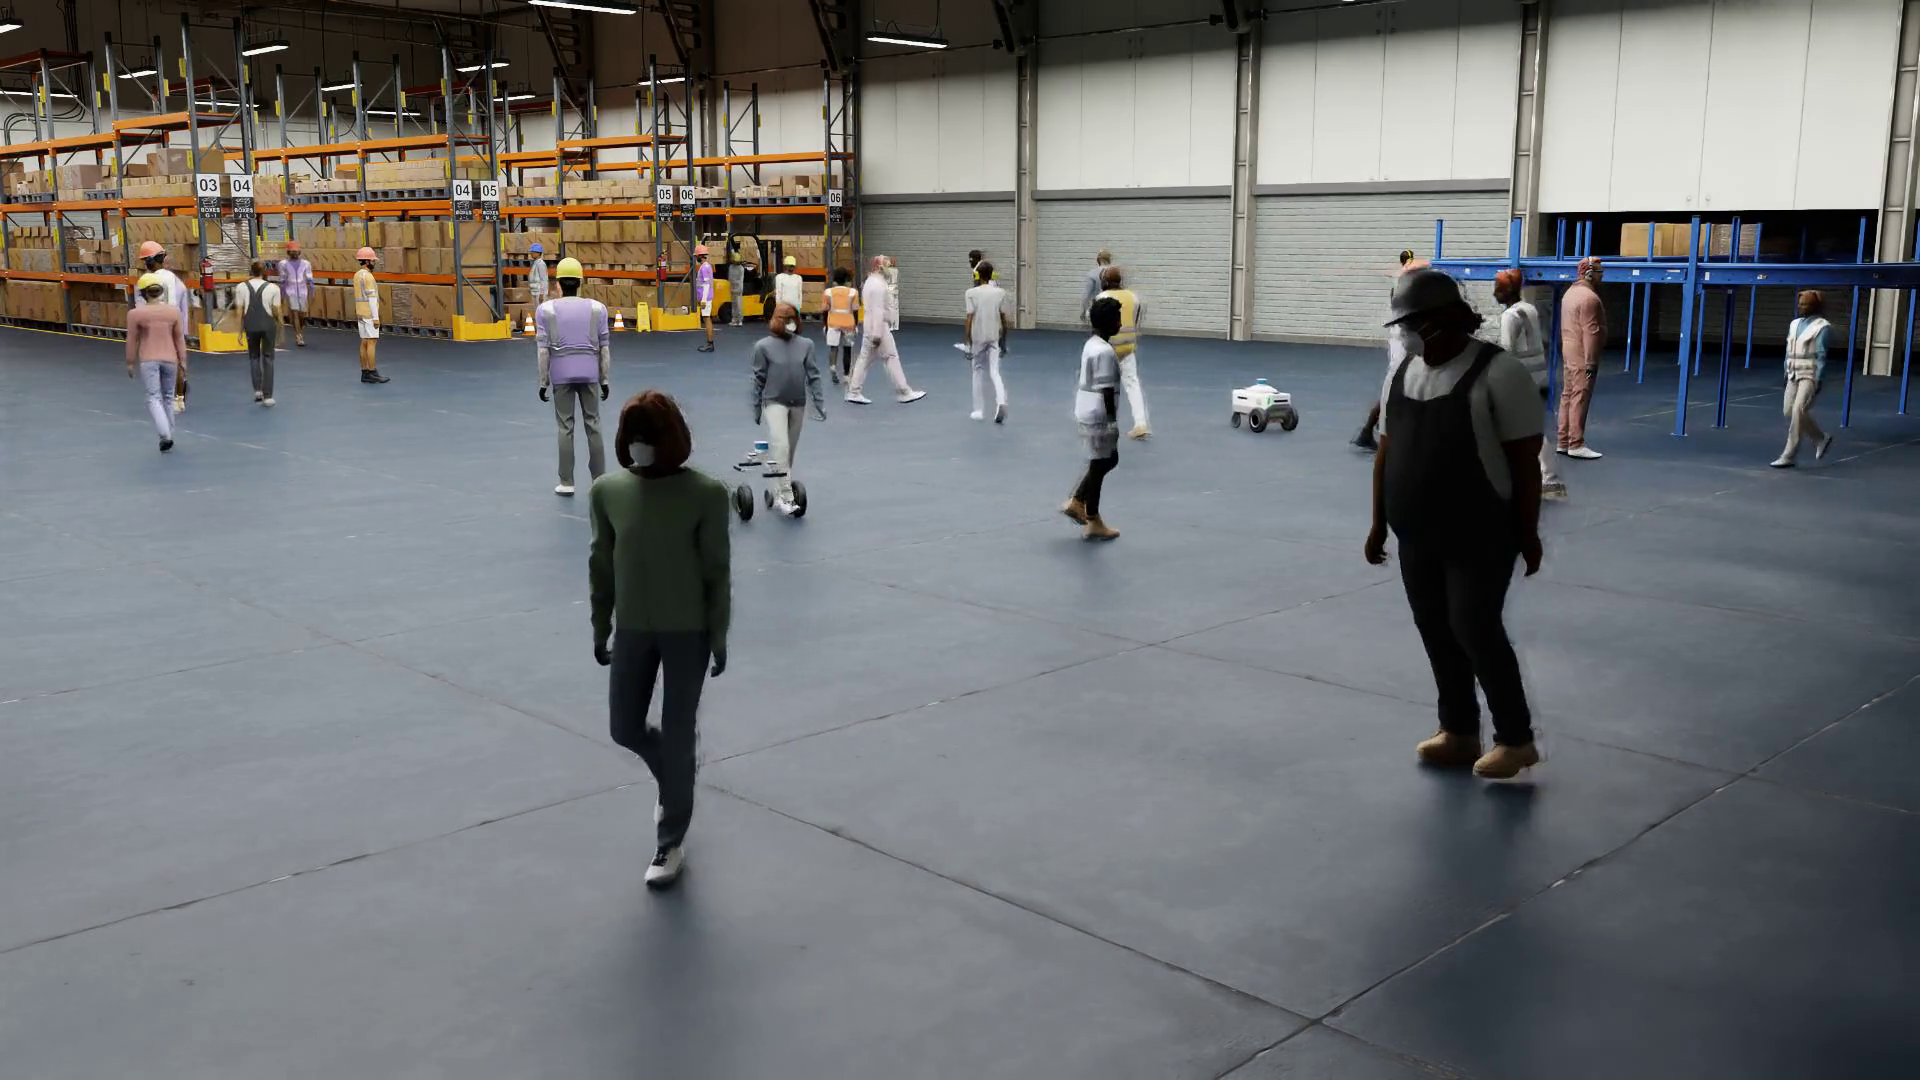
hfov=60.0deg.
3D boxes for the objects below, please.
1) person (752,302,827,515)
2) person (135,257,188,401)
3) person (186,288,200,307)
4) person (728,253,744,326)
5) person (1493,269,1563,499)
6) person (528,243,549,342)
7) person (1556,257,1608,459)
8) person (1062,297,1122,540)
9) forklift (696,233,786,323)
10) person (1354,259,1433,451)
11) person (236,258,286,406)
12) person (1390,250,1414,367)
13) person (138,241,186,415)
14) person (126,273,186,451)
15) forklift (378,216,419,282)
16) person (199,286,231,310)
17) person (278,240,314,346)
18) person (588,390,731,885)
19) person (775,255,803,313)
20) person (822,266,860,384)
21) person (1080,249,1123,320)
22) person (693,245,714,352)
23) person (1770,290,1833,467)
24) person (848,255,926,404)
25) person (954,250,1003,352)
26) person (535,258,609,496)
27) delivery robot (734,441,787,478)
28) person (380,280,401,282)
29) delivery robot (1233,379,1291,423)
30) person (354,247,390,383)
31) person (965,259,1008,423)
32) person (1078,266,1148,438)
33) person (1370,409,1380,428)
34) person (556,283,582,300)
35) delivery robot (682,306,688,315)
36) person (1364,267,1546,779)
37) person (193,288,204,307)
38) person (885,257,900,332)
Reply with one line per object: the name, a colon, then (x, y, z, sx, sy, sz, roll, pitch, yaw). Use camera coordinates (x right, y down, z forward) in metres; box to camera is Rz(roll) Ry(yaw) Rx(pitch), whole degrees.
person: (-1.261, -0.990, 12.607, 0.507, 1.596, 0.777, -7, 12, -32)
person: (-10.080, -2.678, 21.074, 0.787, 1.881, 0.648, 5, 12, 27)
person: (-18.863, -6.244, 40.738, 0.645, 1.806, 0.948, -7, 13, -34)
person: (-5.311, -5.885, 39.044, 0.670, 1.703, 0.316, 9, 14, 41)
person: (4.500, -1.264, 13.456, 0.924, 1.833, 0.602, 6, 12, 31)
person: (-8.361, -4.901, 32.999, 0.392, 1.946, 0.616, -5, 12, -25)
person: (5.970, -1.744, 15.906, 0.408, 1.906, 0.654, 0, 10, 1)
person: (0.978, -0.847, 11.615, 0.357, 1.689, 0.545, 0, 10, -2)
forklift: (-5.496, -6.489, 41.108, 2.313, 2.155, 1.214, -10, 14, -44)
person: (4.344, -1.774, 16.158, 1.006, 1.892, 0.554, 1, 10, 8)
person: (-8.708, -2.595, 20.754, 0.553, 1.824, 0.537, -2, 11, -12)
person: (7.127, -3.711, 26.727, 0.335, 1.873, 0.519, -5, 12, -26)
person: (-9.479, -2.510, 19.731, 0.392, 2.035, 0.605, -1, 10, -6)
person: (-7.931, -1.760, 16.440, 0.539, 1.742, 0.725, -9, 14, -42)
forklift: (-17.868, -9.201, 54.028, 1.873, 2.768, 1.129, -10, 14, -44)
person: (-16.031, -5.344, 35.776, 0.687, 1.827, 0.580, 2, 11, 13)
person: (-12.846, -4.786, 32.197, 0.615, 2.018, 0.868, -6, 12, -31)
person: (-0.983, 0.298, 5.558, 0.501, 1.618, 0.491, 2, 11, 12)
person: (-3.093, -4.248, 29.972, 0.535, 1.749, 0.646, -5, 12, -26)
person: (-1.695, -3.040, 23.616, 0.537, 1.675, 0.722, 0, 10, 1)
person: (2.257, -3.634, 26.269, 0.650, 1.889, 1.025, -6, 12, -30)
person: (-4.693, -4.425, 30.444, 0.370, 1.933, 0.550, -1, 10, -4)
person: (7.789, -1.485, 15.274, 0.663, 1.621, 0.536, -2, 11, -9)
person: (-0.971, -2.633, 20.888, 0.985, 1.854, 0.655, -3, 11, -17)
person: (0.415, -4.313, 30.099, 0.997, 1.844, 0.661, 2, 11, 12)
person: (-3.162, -1.332, 13.602, 0.589, 1.927, 0.387, -4, 11, -22)
delivery robot: (-1.513, -0.637, 12.707, 0.335, 0.223, 0.698, -4, 11, -23)
person: (-14.636, -6.614, 42.719, 0.441, 1.818, 0.593, 6, 12, 30)
delivery robot: (3.312, -1.528, 18.276, 0.477, 0.478, 0.707, -5, 11, -26)
person: (-8.521, -3.246, 24.010, 0.359, 1.938, 0.545, -9, 14, -41)
person: (0.318, -2.266, 18.935, 0.532, 1.847, 0.858, -3, 11, -16)
person: (1.635, -1.976, 17.508, 0.624, 1.790, 1.014, -6, 12, -29)
person: (4.747, -1.965, 17.567, 0.801, 1.741, 0.523, 7, 13, 34)
person: (-6.528, -3.777, 27.856, 0.536, 1.586, 0.879, 8, 13, 37)
delivery robot: (-6.877, -5.541, 40.157, 0.477, 0.478, 0.707, -8, 13, -38)
person: (1.916, -0.080, 6.581, 0.549, 2.000, 0.731, -7, 12, -33)
person: (-16.507, -5.501, 36.469, 0.636, 1.878, 0.455, 4, 11, 22)
person: (-1.519, -5.426, 36.723, 0.307, 1.637, 0.511, 7, 12, 32)
